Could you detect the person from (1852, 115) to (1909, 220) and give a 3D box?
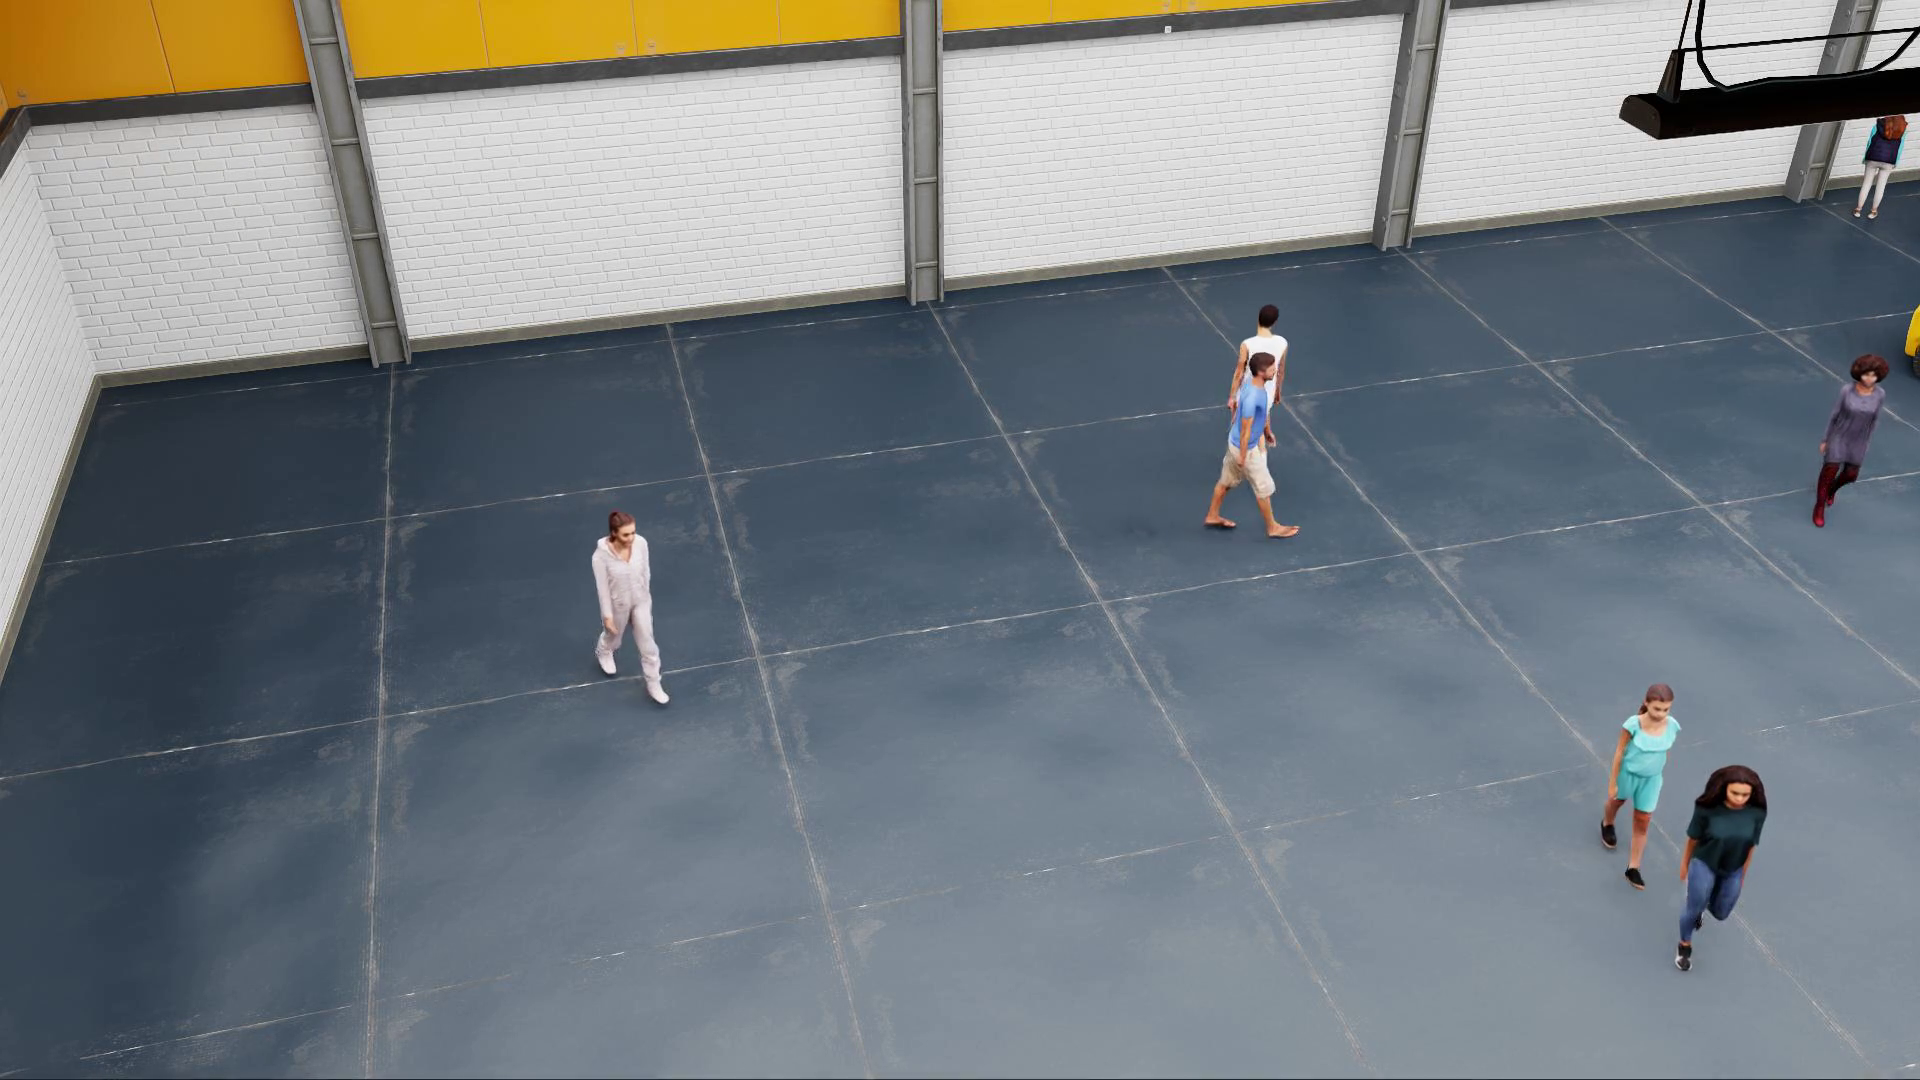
[{"bbox_3d":[11.705,-4.836,21.132,0.685,1.501,0.748,16,37,23],"label":"person"}]

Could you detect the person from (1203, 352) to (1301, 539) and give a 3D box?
[{"bbox_3d":[2.458,-0.852,14.843,1.192,1.829,0.924,3,34,5],"label":"person"}]

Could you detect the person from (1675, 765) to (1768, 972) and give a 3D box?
[{"bbox_3d":[4.846,2.043,10.690,0.800,1.604,0.821,7,34,10],"label":"person"}]

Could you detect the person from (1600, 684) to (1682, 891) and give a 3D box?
[{"bbox_3d":[4.646,1.571,11.476,0.990,1.520,0.841,3,34,5],"label":"person"}]

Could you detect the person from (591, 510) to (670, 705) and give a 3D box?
[{"bbox_3d":[-2.667,0.469,13.009,1.087,1.658,0.926,-20,39,-27],"label":"person"}]

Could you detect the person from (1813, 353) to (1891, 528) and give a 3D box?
[{"bbox_3d":[8.013,-0.928,15.073,0.776,1.700,0.821,9,35,13],"label":"person"}]

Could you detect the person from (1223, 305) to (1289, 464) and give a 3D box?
[{"bbox_3d":[2.803,-1.310,15.600,0.871,1.753,0.790,-9,35,-14],"label":"person"}]
